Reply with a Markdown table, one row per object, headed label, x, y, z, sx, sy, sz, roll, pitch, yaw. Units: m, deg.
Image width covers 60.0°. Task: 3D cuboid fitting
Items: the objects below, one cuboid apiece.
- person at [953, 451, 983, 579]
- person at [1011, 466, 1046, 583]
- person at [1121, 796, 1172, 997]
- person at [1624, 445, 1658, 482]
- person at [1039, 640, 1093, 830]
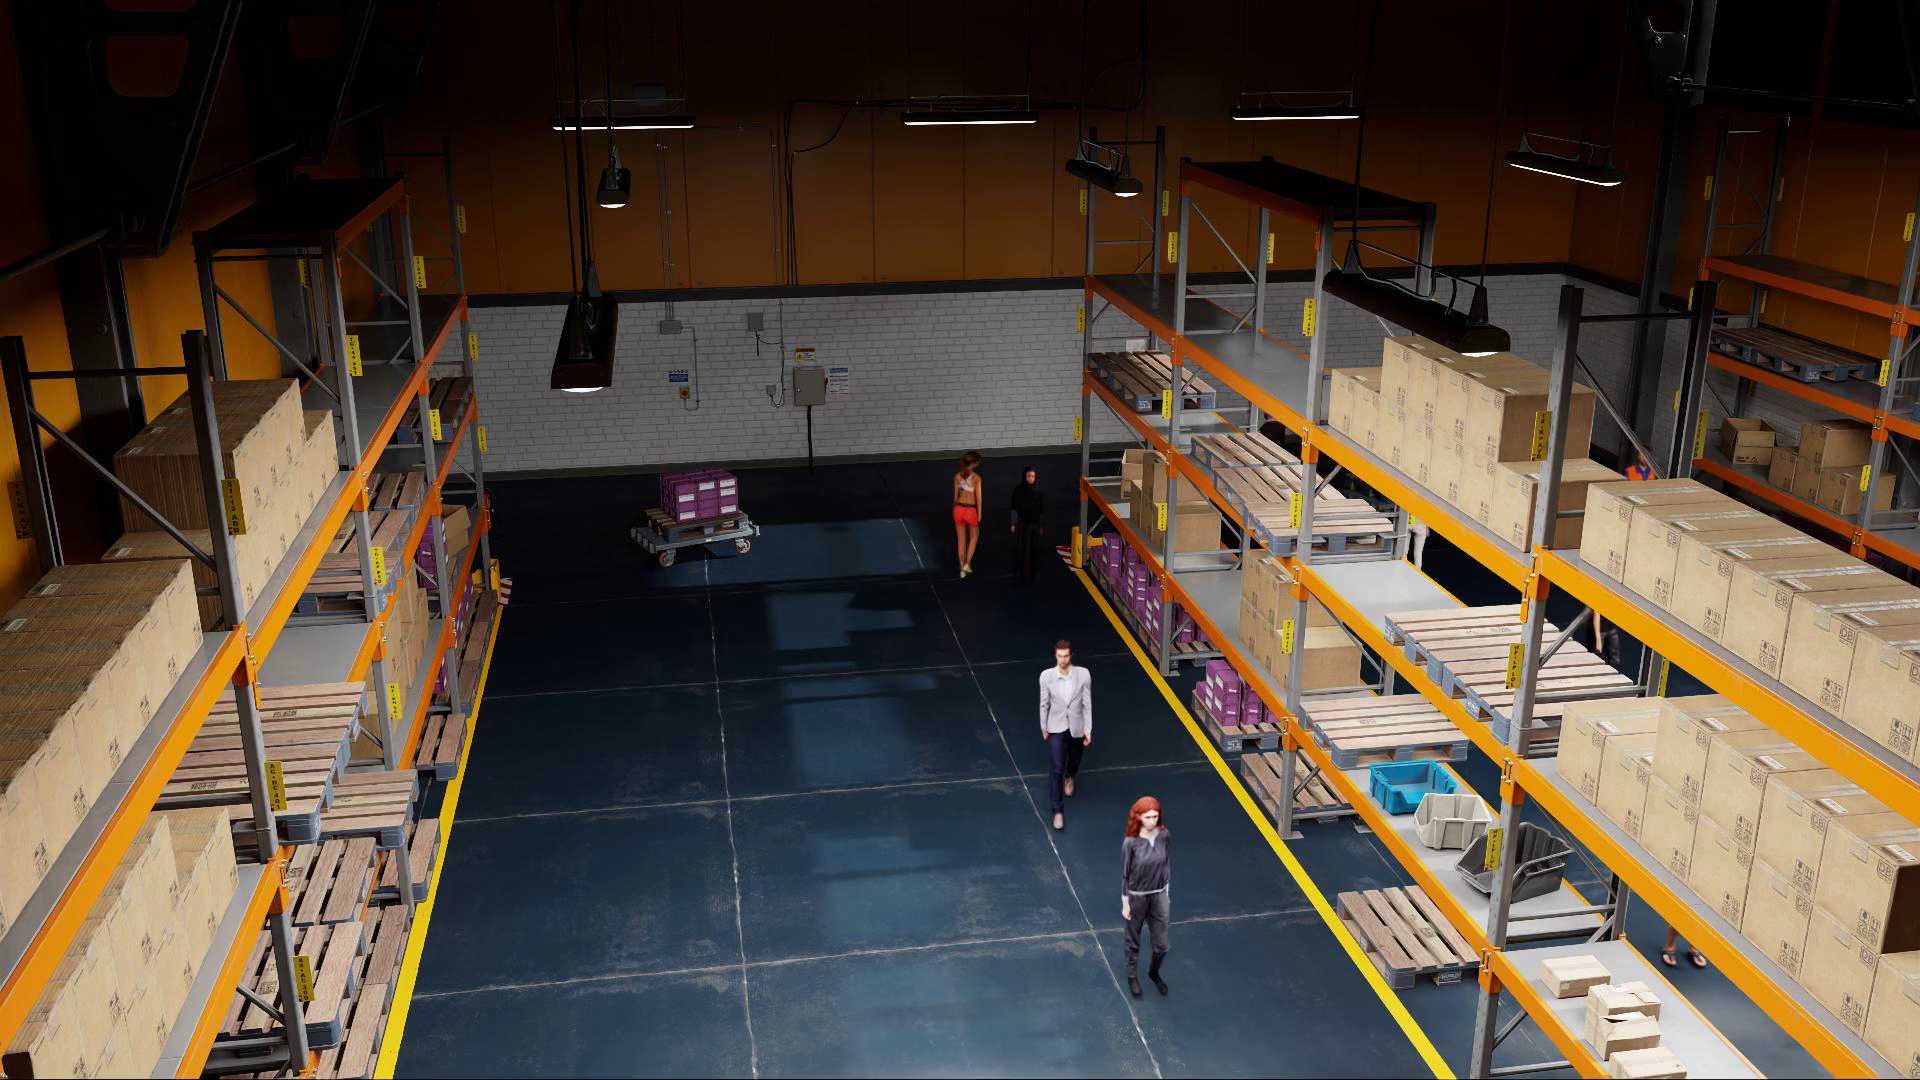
| label | x | y | z | sx | sy | sz | roll | pitch | yaw |
| --- | --- | --- | --- | --- | --- | --- | --- | --- | --- |
| person | 0.066 | -0.316 | 22.595 | 0.719 | 1.773 | 0.745 | 5 | 19 | 13 |
| person | 0.917 | -0.247 | 22.649 | 0.682 | 1.607 | 0.772 | 0 | 19 | 0 |
| person | 1.442 | 2.815 | 13.311 | 0.618 | 1.764 | 0.611 | -5 | 19 | -14 |
| person | 9.235 | -0.422 | 22.798 | 0.756 | 1.845 | 1.058 | -1 | 19 | -3 |
| person | 1.046 | 1.806 | 16.229 | 0.800 | 1.814 | 1.263 | 0 | 19 | -1 |
